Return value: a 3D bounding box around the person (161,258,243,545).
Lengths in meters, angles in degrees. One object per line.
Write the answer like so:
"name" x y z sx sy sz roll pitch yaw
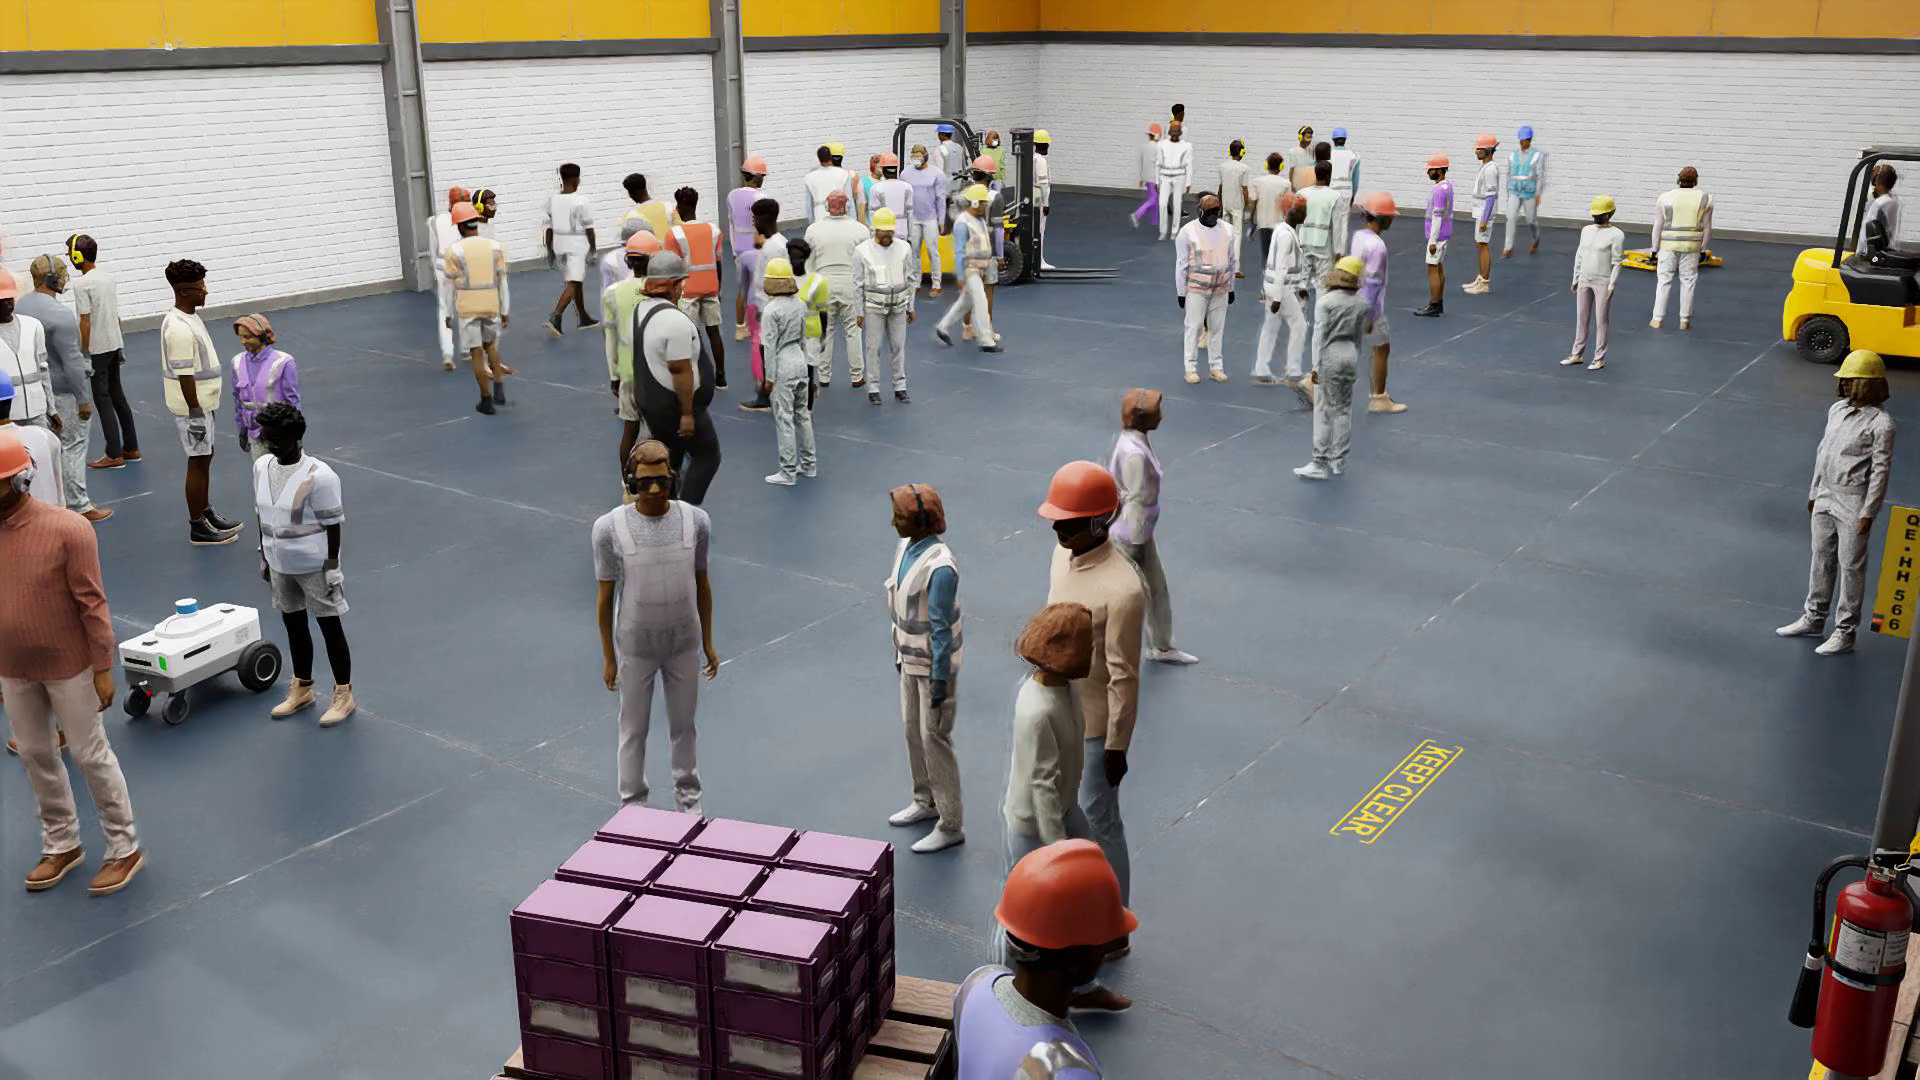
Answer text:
"person" -5.196 -0.935 11.326 0.379 1.958 0.599 -6 19 -19

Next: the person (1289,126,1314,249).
"person" 5.135 -5.274 25.041 0.512 1.865 0.329 -15 23 -40

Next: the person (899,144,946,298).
"person" -0.481 -4.052 21.123 0.635 1.927 0.377 6 19 19

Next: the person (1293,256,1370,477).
"person" 2.896 -1.349 13.030 0.670 1.698 0.404 -9 20 -26

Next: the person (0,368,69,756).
"person" -4.560 0.101 8.091 0.402 1.949 0.605 3 18 9

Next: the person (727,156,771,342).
"person" -2.240 -3.148 18.133 0.613 2.028 0.409 12 22 34

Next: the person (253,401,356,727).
"person" -3.345 0.120 8.445 0.532 1.693 0.319 7 19 21

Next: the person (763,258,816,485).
"person" -1.352 -1.304 12.834 0.350 1.731 0.485 11 21 30

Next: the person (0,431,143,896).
"person" -3.754 0.504 6.789 0.627 1.980 0.410 2 18 7

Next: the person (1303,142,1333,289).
"person" 4.641 -4.199 21.606 0.463 1.903 0.629 -4 18 -14

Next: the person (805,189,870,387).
"person" -1.163 -2.418 16.056 0.649 1.899 0.398 0 18 1

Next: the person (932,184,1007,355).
"person" 0.086 -2.895 17.735 0.894 1.788 0.584 7 19 22

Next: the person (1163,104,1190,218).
"person" 3.806 -6.655 29.191 0.367 1.966 0.607 -13 22 -34

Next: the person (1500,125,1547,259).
"person" 8.347 -5.137 24.528 0.608 1.924 0.852 15 23 39

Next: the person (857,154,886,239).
"person" -1.051 -3.857 20.649 0.392 1.836 0.570 13 22 35

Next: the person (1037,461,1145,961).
"person" 0.467 0.655 6.304 0.405 1.986 0.623 -6 19 -18

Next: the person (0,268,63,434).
"person" -6.286 -0.857 11.104 0.376 1.935 0.550 12 21 32

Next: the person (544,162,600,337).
"person" -4.404 -3.254 18.647 0.591 1.925 0.976 10 20 29

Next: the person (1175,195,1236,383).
"person" 2.407 -2.450 16.265 0.637 1.833 0.429 -6 19 -19

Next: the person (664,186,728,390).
"person" -2.530 -2.376 15.846 0.618 1.953 0.398 -14 22 -36

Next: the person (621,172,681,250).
"person" -3.207 -2.914 17.569 0.695 1.911 0.615 -12 21 -34

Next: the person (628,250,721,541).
"person" -1.919 -0.959 11.255 0.538 2.000 0.713 -13 22 -34

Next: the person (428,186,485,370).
"person" -5.124 -2.676 16.941 0.581 1.848 0.888 1 18 4

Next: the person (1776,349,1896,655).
"person" 4.987 -0.215 9.411 0.295 1.743 0.493 -4 18 -12

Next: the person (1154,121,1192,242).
"person" 3.337 -5.620 26.135 0.596 1.850 0.793 5 18 14

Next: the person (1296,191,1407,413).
"person" 3.576 -2.119 14.946 0.946 2.015 0.621 -2 18 -7

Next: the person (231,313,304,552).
"person" -4.602 -0.707 11.132 0.524 1.631 0.313 5 19 16

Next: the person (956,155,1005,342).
"person" 0.247 -3.172 18.200 0.603 2.035 0.404 14 23 38

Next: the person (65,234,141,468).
"person" -6.852 -1.496 13.246 0.343 1.857 0.527 1 18 3

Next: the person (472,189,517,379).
"person" -4.672 -2.527 16.461 0.325 1.860 0.513 4 18 11

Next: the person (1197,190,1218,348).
"person" 2.691 -2.934 18.009 0.323 1.692 0.573 -2 18 -5

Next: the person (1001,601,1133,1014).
"person" 0.370 1.003 5.800 0.489 1.623 0.552 8 19 23

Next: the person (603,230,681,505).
"person" -2.274 -1.223 12.118 0.620 2.030 0.443 7 19 20
